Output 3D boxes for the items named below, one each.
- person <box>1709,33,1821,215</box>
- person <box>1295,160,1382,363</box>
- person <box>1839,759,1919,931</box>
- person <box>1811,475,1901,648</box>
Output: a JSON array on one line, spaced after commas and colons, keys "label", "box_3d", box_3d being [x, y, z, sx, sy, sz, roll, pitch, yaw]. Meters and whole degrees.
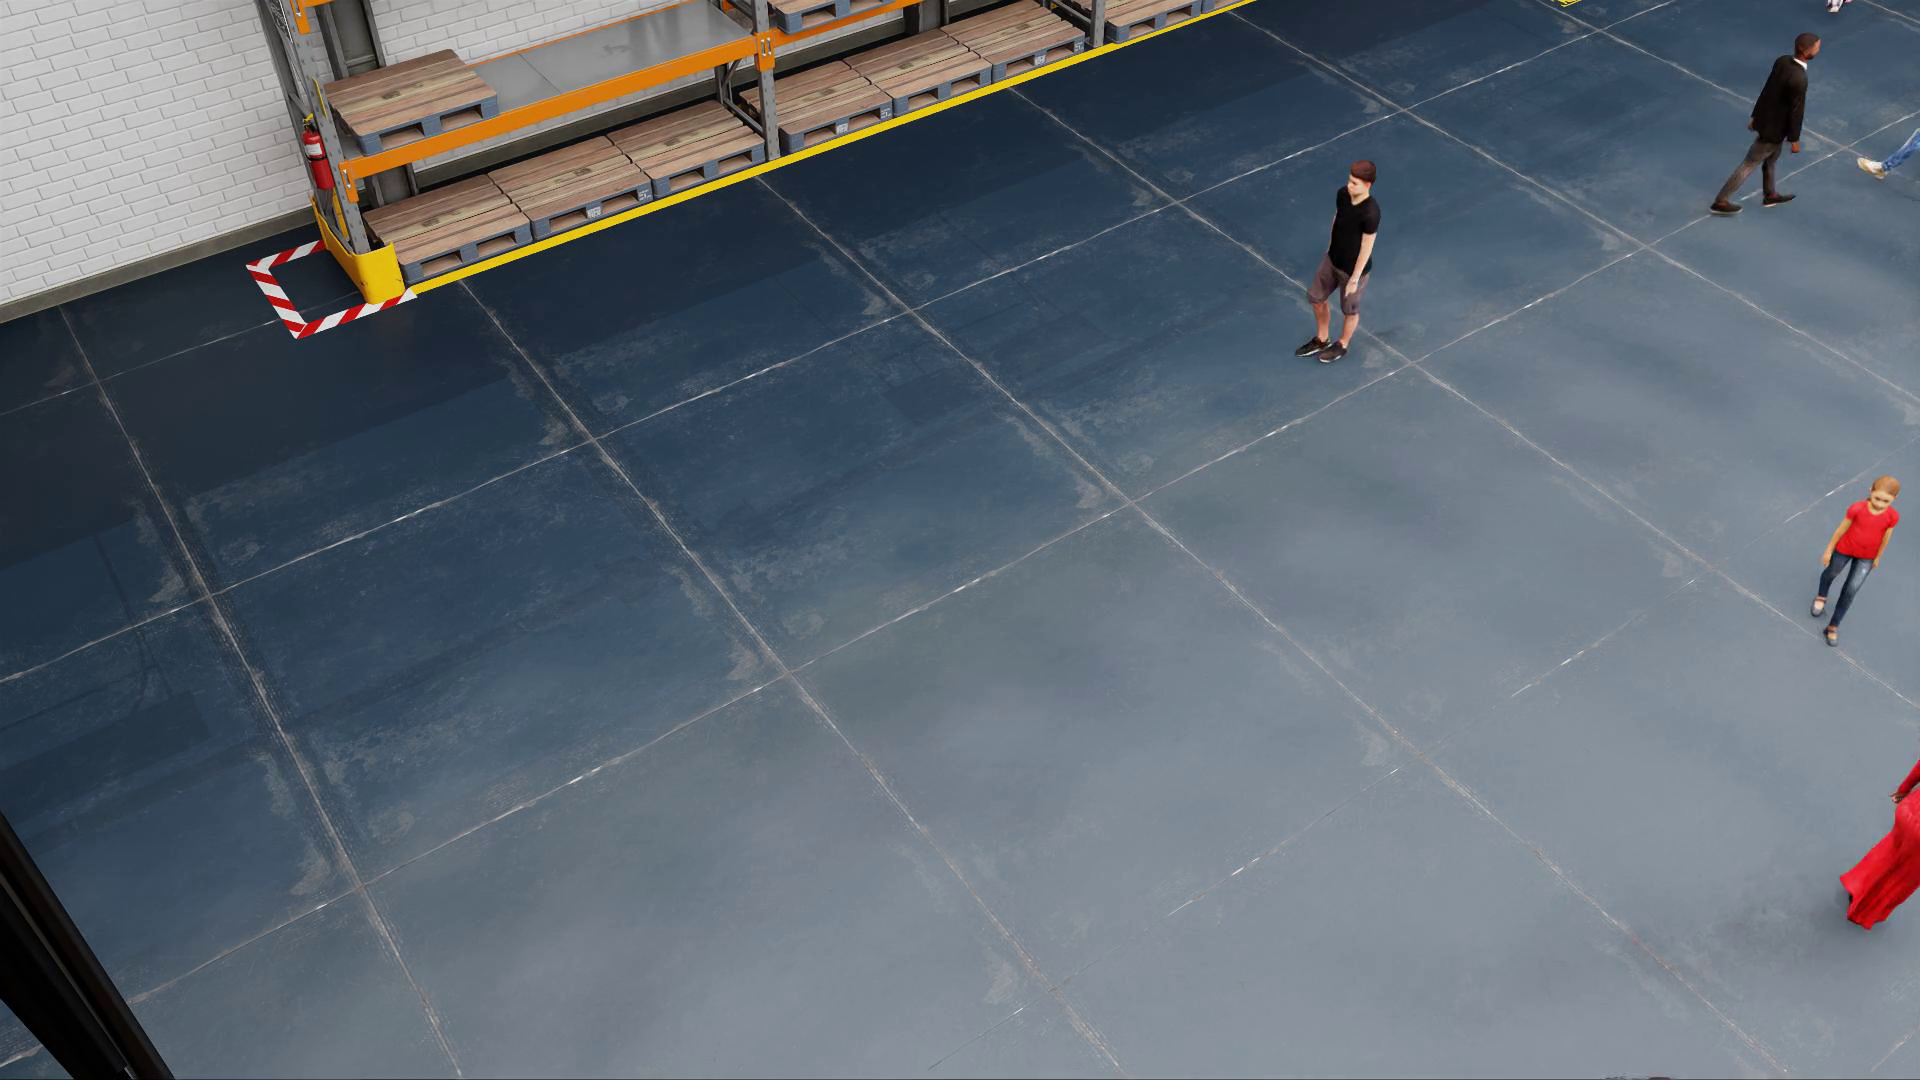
[{"label": "person", "box_3d": [7.122, -3.655, 14.794, 1.129, 1.771, 1.027, 2, 44, 3]}, {"label": "person", "box_3d": [3.161, -2.224, 13.234, 0.728, 1.852, 0.748, -19, 47, -19]}, {"label": "person", "box_3d": [5.313, 1.603, 9.276, 0.774, 1.770, 0.732, -12, 45, -13]}, {"label": "person", "box_3d": [6.062, 0.036, 11.268, 0.706, 1.291, 0.839, 18, 46, 18]}]
